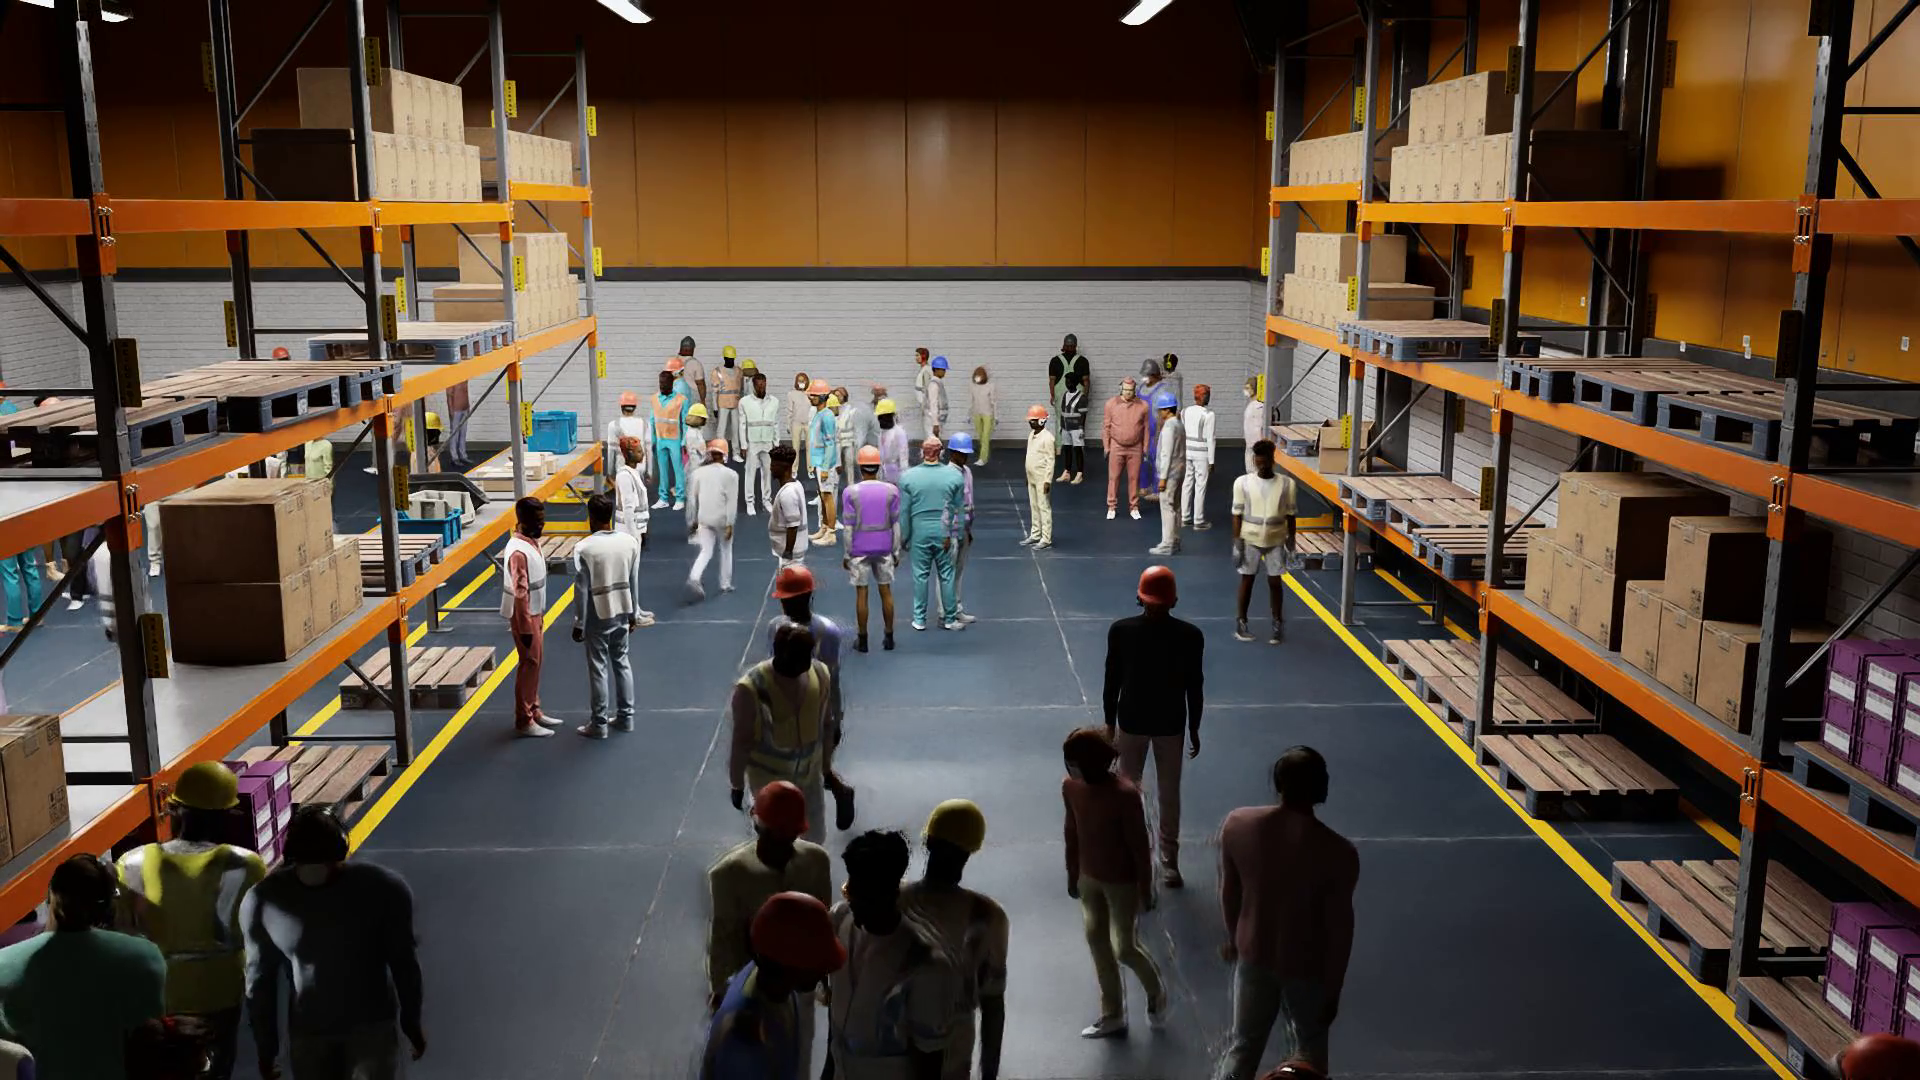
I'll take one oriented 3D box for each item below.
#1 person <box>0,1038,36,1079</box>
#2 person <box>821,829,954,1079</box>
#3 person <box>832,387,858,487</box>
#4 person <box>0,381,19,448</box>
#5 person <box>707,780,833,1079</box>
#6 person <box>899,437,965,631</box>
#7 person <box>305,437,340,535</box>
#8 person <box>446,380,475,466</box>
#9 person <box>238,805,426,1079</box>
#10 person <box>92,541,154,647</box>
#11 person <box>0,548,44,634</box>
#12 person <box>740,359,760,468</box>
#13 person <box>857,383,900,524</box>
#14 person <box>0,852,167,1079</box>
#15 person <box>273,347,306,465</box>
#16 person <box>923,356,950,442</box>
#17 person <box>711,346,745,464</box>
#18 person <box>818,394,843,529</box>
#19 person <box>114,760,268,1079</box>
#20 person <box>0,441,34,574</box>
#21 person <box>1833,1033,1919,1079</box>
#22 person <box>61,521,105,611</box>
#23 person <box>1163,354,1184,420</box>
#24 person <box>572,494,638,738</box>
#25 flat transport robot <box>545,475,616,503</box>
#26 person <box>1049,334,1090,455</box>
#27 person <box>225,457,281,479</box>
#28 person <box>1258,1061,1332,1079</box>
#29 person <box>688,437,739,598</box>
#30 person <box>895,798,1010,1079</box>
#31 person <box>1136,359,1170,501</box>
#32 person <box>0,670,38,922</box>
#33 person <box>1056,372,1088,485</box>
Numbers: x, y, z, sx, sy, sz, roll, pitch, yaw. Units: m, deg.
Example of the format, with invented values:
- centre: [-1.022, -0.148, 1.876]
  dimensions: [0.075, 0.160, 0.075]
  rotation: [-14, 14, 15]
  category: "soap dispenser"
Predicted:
- centre: [-3.200, 2.180, 5.348]
  dimensions: [0.563, 1.794, 0.973]
  rotation: [-3, 12, -15]
  category: "person"
- centre: [-0.314, 1.962, 5.994]
  dimensions: [0.454, 1.955, 0.665]
  rotation: [-10, 15, -42]
  category: "person"
- centre: [-1.659, -1.334, 23.328]
  dimensions: [0.515, 1.640, 0.315]
  rotation: [3, 12, 14]
  category: "person"
- centre: [-13.273, -1.346, 23.109]
  dimensions: [0.572, 1.747, 0.338]
  rotation: [8, 14, 34]
  category: "person"
- centre: [-0.823, 1.840, 7.190]
  dimensions: [0.576, 1.728, 0.610]
  rotation: [-6, 13, -28]
  category: "person"
- centre: [-0.269, -0.058, 16.263]
  dimensions: [0.643, 1.908, 0.399]
  rotation: [0, 11, -1]
  category: "person"
- centre: [-7.466, -0.607, 19.395]
  dimensions: [0.526, 1.760, 0.332]
  rotation: [9, 14, 38]
  category: "person"
- centre: [-8.054, -2.085, 26.779]
  dimensions: [0.315, 1.769, 0.525]
  rotation: [4, 12, 18]
  category: "person"
- centre: [-2.415, 1.902, 6.457]
  dimensions: [0.641, 1.904, 0.594]
  rotation: [-2, 11, -8]
  category: "person"
- centre: [-6.387, 0.643, 12.821]
  dimensions: [0.606, 1.884, 0.449]
  rotation: [9, 14, 37]
  category: "person"
- centre: [-9.223, -0.008, 16.166]
  dimensions: [0.345, 1.847, 0.504]
  rotation: [4, 12, 21]
  category: "person"
- centre: [-3.335, -2.022, 26.534]
  dimensions: [0.321, 1.738, 0.484]
  rotation: [0, 11, 1]
  category: "person"
- centre: [-1.077, -1.150, 21.905]
  dimensions: [1.008, 1.856, 0.627]
  rotation: [9, 14, 37]
  category: "person"
- centre: [-3.134, 2.018, 5.893]
  dimensions: [0.642, 1.885, 0.842]
  rotation: [-9, 15, -39]
  category: "person"
- centre: [-10.436, -2.000, 25.800]
  dimensions: [0.398, 1.986, 0.616]
  rotation: [9, 14, 38]
  category: "person"
- centre: [-0.343, -1.751, 24.652]
  dimensions: [0.403, 1.943, 0.607]
  rotation: [1, 11, 3]
  category: "person"
- centre: [-3.729, -2.189, 26.925]
  dimensions: [0.592, 1.918, 0.400]
  rotation: [-8, 14, -35]
  category: "person"
- centre: [-1.660, -1.006, 21.425]
  dimensions: [0.294, 1.744, 0.487]
  rotation: [-7, 13, -33]
  category: "person"
- centre: [-3.126, 1.827, 6.831]
  dimensions: [0.628, 1.893, 0.440]
  rotation: [-2, 11, -8]
  category: "person"
- centre: [-10.888, -0.549, 18.782]
  dimensions: [0.613, 1.876, 0.677]
  rotation: [8, 14, 36]
  category: "person"
- centre: [2.673, 2.278, 4.963]
  dimensions: [0.567, 1.741, 0.355]
  rotation: [-10, 15, -42]
  category: "person"
- centre: [-9.252, -0.227, 17.235]
  dimensions: [0.736, 1.875, 0.533]
  rotation: [5, 12, 23]
  category: "person"
- centre: [3.334, -1.995, 26.120]
  dimensions: [0.351, 1.859, 0.507]
  rotation: [6, 13, 28]
  category: "person"
- centre: [-2.756, 0.592, 13.015]
  dimensions: [0.409, 1.907, 0.597]
  rotation: [9, 14, 37]
  category: "person"
- centre: [-5.401, -0.735, 23.769]
  dimensions: [0.652, 0.197, 1.431]
  rotation: [1, 11, 3]
  category: "flat transport robot"
- centre: [1.839, -2.446, 27.898]
  dimensions: [0.689, 2.000, 0.539]
  rotation: [1, 11, 7]
  category: "person"
- centre: [-7.289, -0.219, 17.253]
  dimensions: [0.561, 1.836, 0.395]
  rotation: [-10, 15, -41]
  category: "person"
- centre: [0.867, 2.300, 4.500]
  dimensions: [0.574, 1.883, 0.355]
  rotation: [8, 14, 36]
  category: "person"
- centre: [-2.639, -0.218, 17.595]
  dimensions: [0.570, 1.707, 0.740]
  rotation: [4, 12, 17]
  category: "person"
- centre: [-0.089, 1.923, 6.448]
  dimensions: [0.576, 1.852, 0.960]
  rotation: [1, 11, 6]
  category: "person"
- centre: [2.668, -1.555, 23.431]
  dimensions: [0.537, 2.000, 0.704]
  rotation: [-6, 13, -27]
  category: "person"
- centre: [-5.511, 1.298, 9.389]
  dimensions: [0.374, 1.933, 0.550]
  rotation: [1, 11, 3]
  category: "person"
- centre: [1.683, -1.679, 24.926]
  dimensions: [0.320, 1.692, 0.531]
  rotation: [-9, 15, -39]
  category: "person"
